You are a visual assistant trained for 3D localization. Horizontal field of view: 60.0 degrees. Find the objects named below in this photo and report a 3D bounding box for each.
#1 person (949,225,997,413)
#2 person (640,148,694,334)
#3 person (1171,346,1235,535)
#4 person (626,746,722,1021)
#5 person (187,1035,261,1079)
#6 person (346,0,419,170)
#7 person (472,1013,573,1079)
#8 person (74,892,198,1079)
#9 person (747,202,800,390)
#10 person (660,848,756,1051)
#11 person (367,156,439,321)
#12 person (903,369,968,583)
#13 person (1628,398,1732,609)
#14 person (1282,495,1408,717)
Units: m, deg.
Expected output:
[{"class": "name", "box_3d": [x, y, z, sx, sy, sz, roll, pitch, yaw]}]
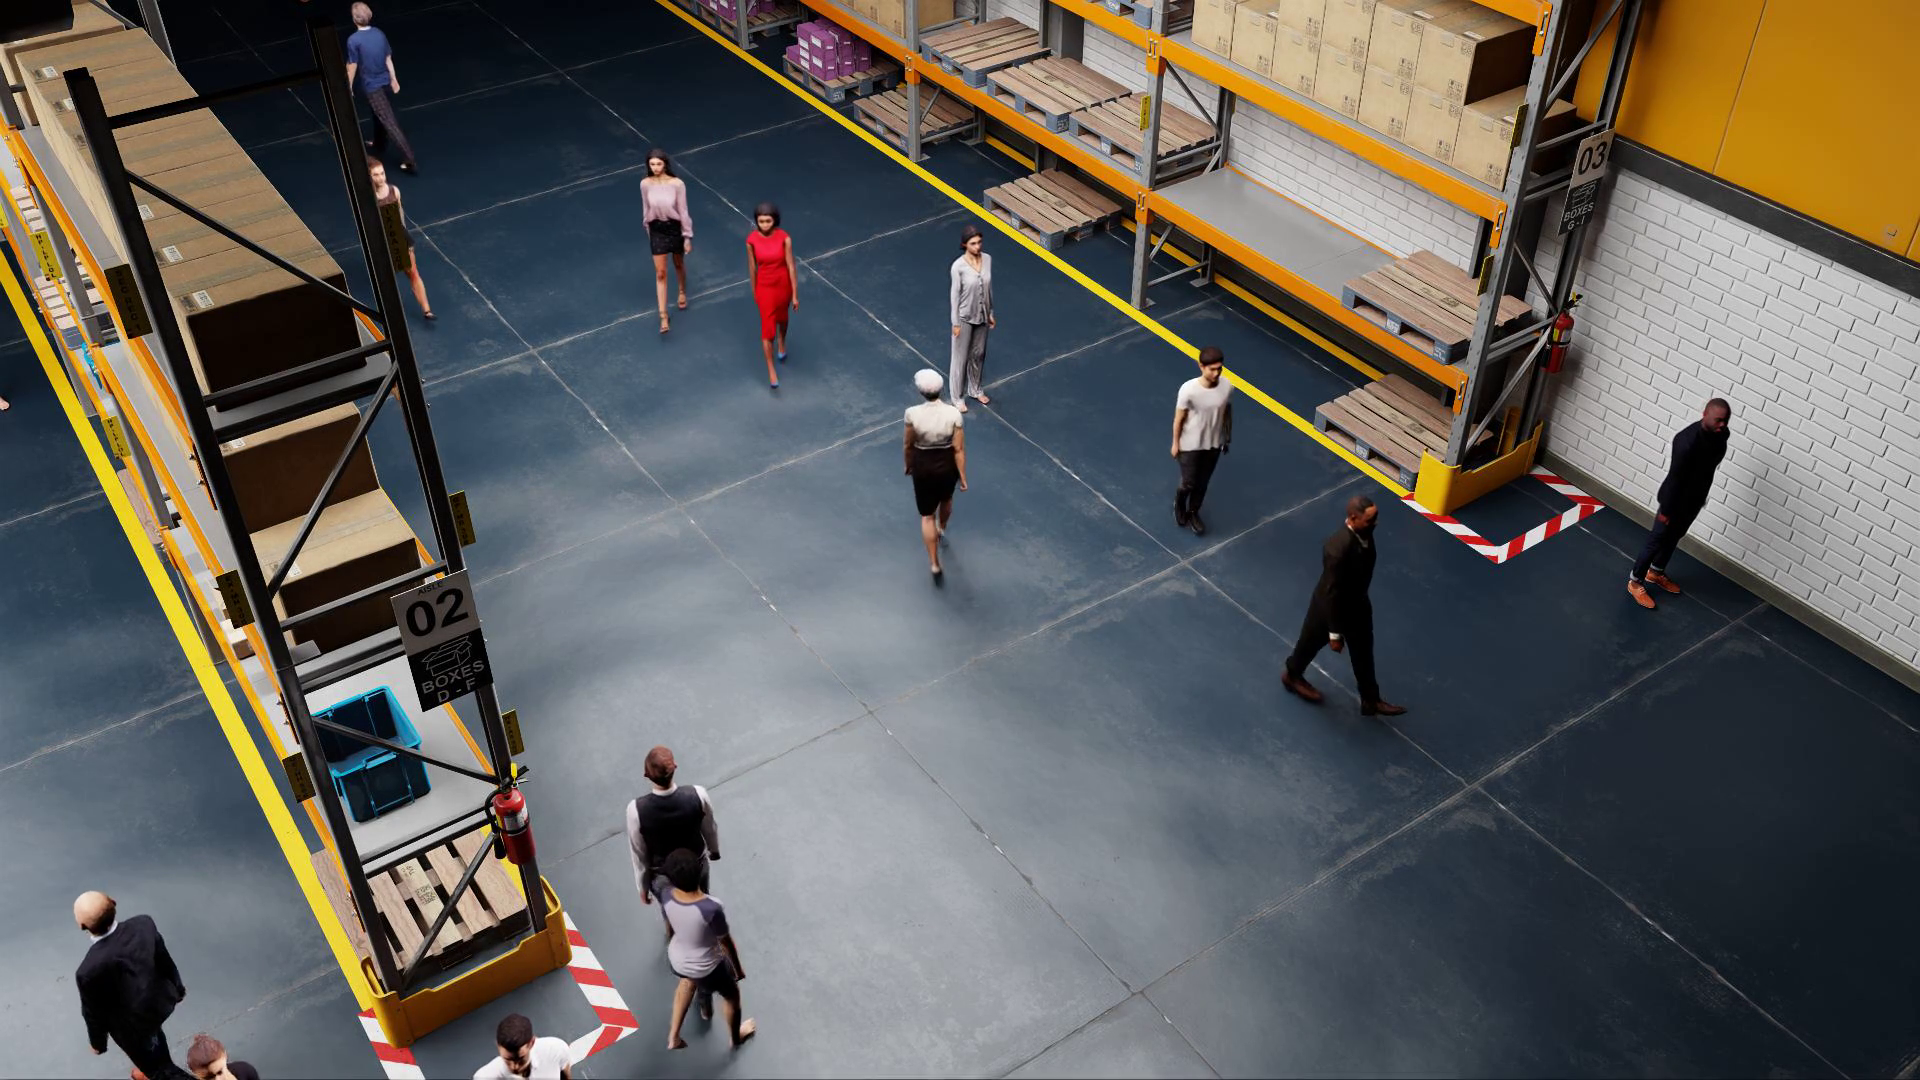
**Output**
[{"class": "person", "box_3d": [0.093, -1.975, 14.705, 0.580, 1.773, 0.517, -22, 44, -25]}, {"class": "person", "box_3d": [-2.769, -2.938, 15.912, 1.014, 1.771, 1.152, 1, 39, 1]}, {"class": "person", "box_3d": [1.899, -0.848, 13.338, 0.718, 1.717, 0.705, -11, 40, -13]}, {"class": "person", "box_3d": [-1.611, 1.991, 9.643, 0.946, 1.892, 1.291, -11, 40, -13]}, {"class": "person", "box_3d": [-3.788, 3.033, 8.634, 1.066, 1.522, 0.741, 27, 46, 30]}, {"class": "person", "box_3d": [-6.391, -4.969, 18.417, 1.291, 1.818, 1.007, 20, 43, 23]}, {"class": "person", "box_3d": [-2.147, 2.996, 8.410, 0.669, 1.860, 0.552, -22, 44, -25]}, {"class": "person", "box_3d": [-4.378, 2.582, 8.989, 1.221, 1.784, 1.091, 12, 40, 14]}, {"class": "person", "box_3d": [-1.686, -2.310, 15.179, 0.903, 1.705, 1.159, -5, 39, -6]}, {"class": "person", "box_3d": [-1.511, 2.380, 9.438, 0.823, 1.540, 0.869, 23, 44, 26]}, {"class": "person", "box_3d": [-5.524, -2.911, 15.982, 0.569, 1.641, 1.005, -24, 45, -27]}, {"class": "person", "box_3d": [-0.179, -0.448, 12.840, 0.953, 1.712, 1.107, 1, 39, 2]}, {"class": "person", "box_3d": [5.466, -0.320, 12.596, 0.679, 1.818, 0.582, -22, 44, -25]}, {"class": "person", "box_3d": [2.561, 0.425, 11.628, 1.254, 1.861, 0.942, 27, 46, 30]}]
